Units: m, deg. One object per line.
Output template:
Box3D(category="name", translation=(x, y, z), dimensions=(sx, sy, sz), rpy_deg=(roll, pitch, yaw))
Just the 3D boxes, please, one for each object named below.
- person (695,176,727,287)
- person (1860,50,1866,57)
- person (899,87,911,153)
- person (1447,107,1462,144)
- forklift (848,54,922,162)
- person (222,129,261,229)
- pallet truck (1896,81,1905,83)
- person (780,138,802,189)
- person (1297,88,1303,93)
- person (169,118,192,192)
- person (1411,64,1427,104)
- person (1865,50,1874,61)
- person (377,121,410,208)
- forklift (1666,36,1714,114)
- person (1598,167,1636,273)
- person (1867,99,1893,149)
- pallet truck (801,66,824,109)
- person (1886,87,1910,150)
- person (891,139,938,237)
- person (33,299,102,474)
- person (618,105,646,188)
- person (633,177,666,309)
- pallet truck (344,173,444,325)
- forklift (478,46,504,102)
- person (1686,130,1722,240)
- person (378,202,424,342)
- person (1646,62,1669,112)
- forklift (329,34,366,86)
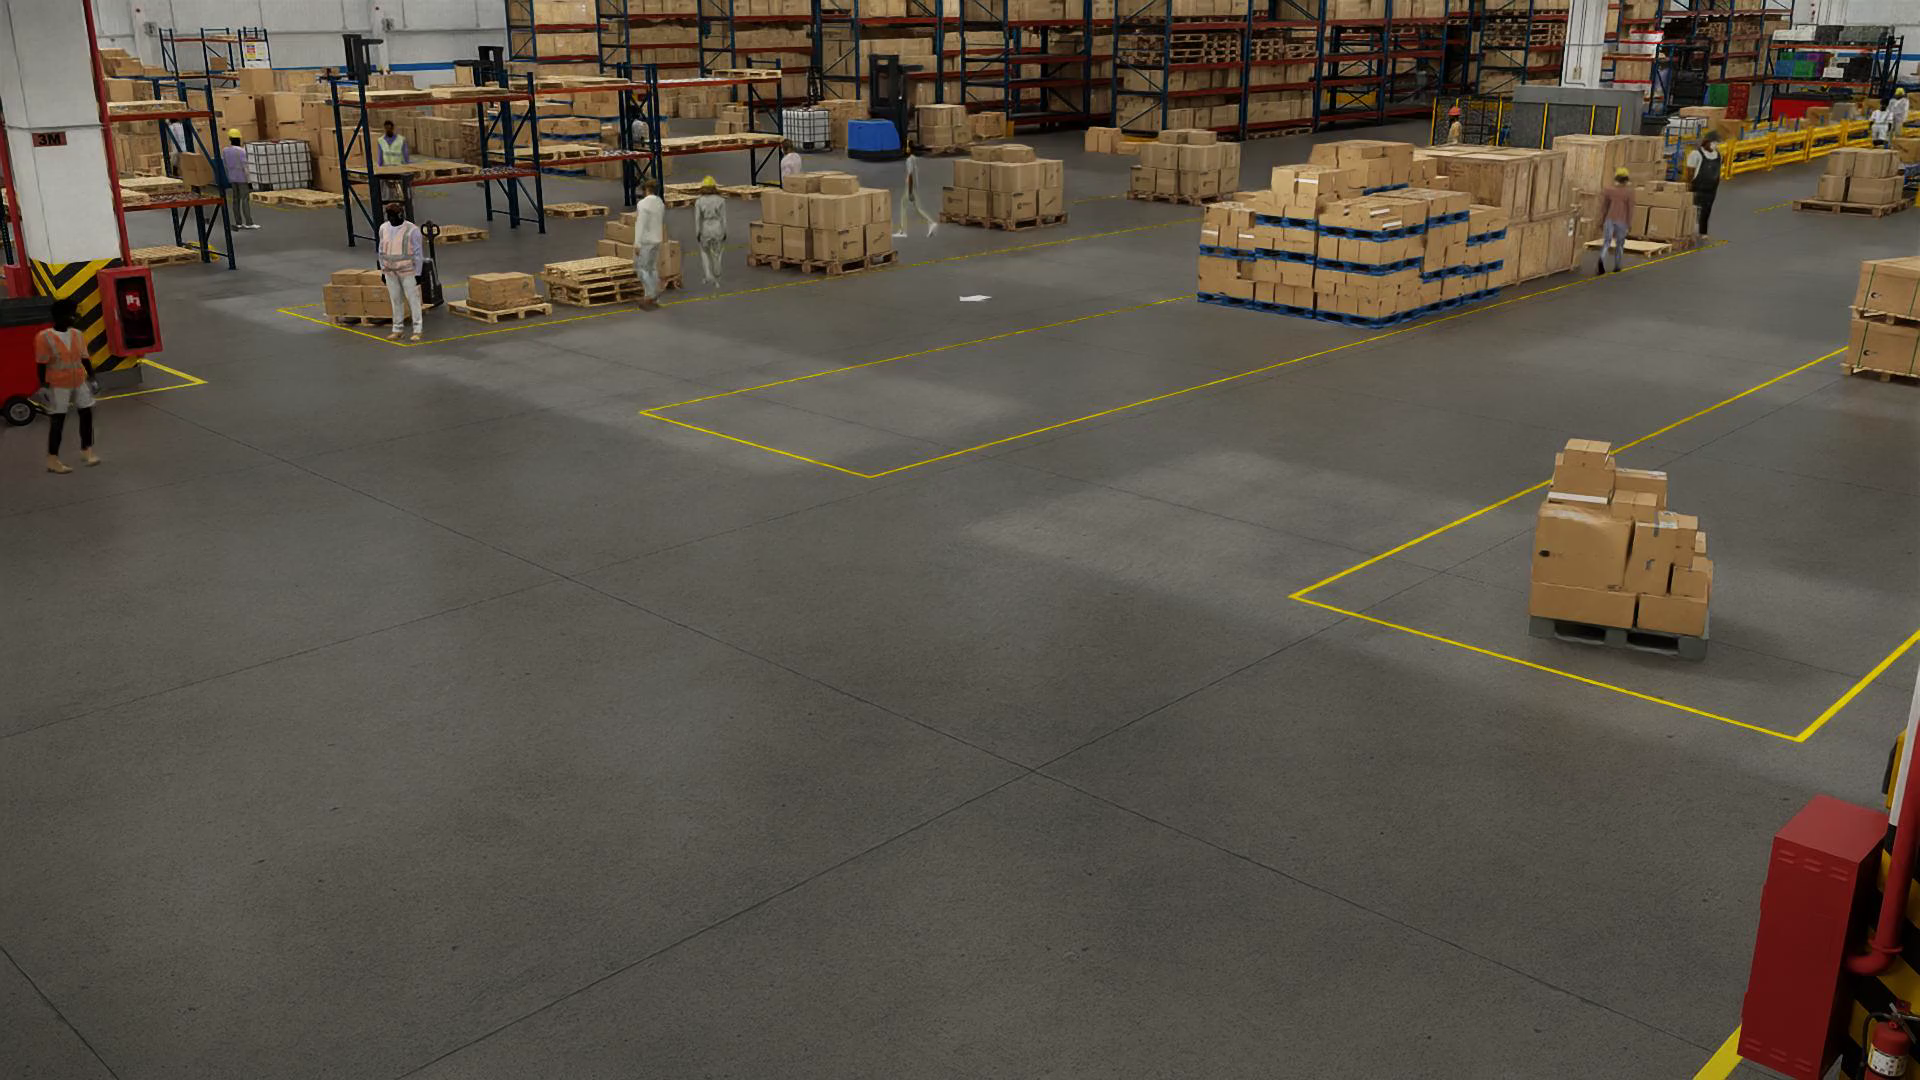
Box3D(category="person", translation=(-3.924, -4.874, 26.278), dimensions=(0.485, 1.730, 0.452), rpy_deg=(-3, 19, -8))
Box3D(category="person", translation=(40.210, -20.933, 74.273), dimensions=(0.619, 1.975, 0.806), rpy_deg=(5, 19, 13))
Box3D(category="person", translation=(-1.758, -12.051, 47.747), dimensions=(0.528, 1.826, 0.949), rpy_deg=(-11, 21, -30))
Box3D(category="person", translation=(11.306, -8.950, 38.219), dimensions=(0.374, 1.935, 0.552), rpy_deg=(6, 19, 18))
Box3D(category="forklift", translation=(-2.095, -11.857, 45.506), dimensions=(1.129, 2.768, 1.873), rpy_deg=(17, 25, 41))
Box3D(category="person", translation=(-14.093, -7.056, 32.524), dimensions=(0.585, 1.930, 0.358), rpy_deg=(7, 20, 21))
Box3D(category="pallet truck", translation=(34.802, -16.331, 61.455), dimensions=(0.653, 1.274, 1.630), rpy_deg=(17, 25, 41))
Box3D(category="person", translation=(-3.103, -6.370, 30.454), dimensions=(0.373, 1.935, 0.628), rpy_deg=(6, 19, 18))
Box3D(category="person", translation=(11.990, -15.861, 59.490), dimensions=(0.535, 1.652, 0.890), rpy_deg=(7, 20, 20))
Box3D(category="person", translation=(-17.880, -8.899, 38.164), dimensions=(0.975, 1.864, 0.545), rpy_deg=(10, 21, 27))
Box3D(category="person", translation=(18.713, -18.523, 67.575), dimensions=(0.673, 1.614, 0.503), rpy_deg=(-9, 20, -24))
Box3D(category="person", translation=(45.309, -23.714, 82.935), dimensions=(0.954, 1.793, 0.646), rpy_deg=(6, 19, 18))
Box3D(category="person", translation=(-11.869, -7.787, 34.767), dimensions=(0.618, 1.894, 0.708), rpy_deg=(0, 18, 1))
Box3D(category="forklift", translation=(27.341, -17.291, 61.877), dimensions=(1.129, 2.768, 1.873), rpy_deg=(17, 25, 41))
Box3D(category="person", translation=(10.806, -5.257, 27.410), dimensions=(0.536, 1.740, 0.702), rpy_deg=(13, 22, 33))
Box3D(category="person", translation=(24.827, -11.054, 44.969), dimensions=(0.756, 1.667, 0.547), rpy_deg=(-17, 25, -41))
Box3D(category="pallet truck", translation=(-4.812, -15.182, 56.903), dimensions=(0.823, 1.965, 1.885), rpy_deg=(-9, 21, -26))
Box3D(category="person", translation=(27.005, -12.136, 48.004), dimensions=(0.428, 1.821, 0.592), rpy_deg=(-17, 25, -41))
Box3D(category="person", translation=(-0.861, -6.618, 31.350), dimensions=(0.842, 1.841, 0.532), rpy_deg=(4, 19, 13))
Box3D(category="person", translation=(-8.733, -1.515, 16.238), dimensions=(0.340, 1.668, 0.580), rpy_deg=(8, 20, 24))
Box3D(category="person", translation=(-7.716, -9.308, 39.339), dimensions=(0.654, 1.902, 0.862), rpy_deg=(10, 21, 28))
Box3D(category="person", translation=(-4.543, -4.356, 24.454), dimensions=(0.424, 1.898, 0.735), rpy_deg=(7, 20, 21))
Box3D(category="pallet truck", translation=(-8.209, -4.181, 23.757), dimensions=(0.823, 1.965, 1.885), rpy_deg=(3, 19, 9))
Box3D(category="forklift", translation=(-14.397, -13.832, 51.456), dimensions=(1.129, 2.768, 1.873), rpy_deg=(17, 25, 41))
Box3D(category="person", translation=(13.918, -6.644, 31.113), dimensions=(0.699, 2.000, 0.605), rpy_deg=(-4, 19, -12))
Box3D(category="person", translation=(-7.444, -3.562, 22.138), dimensions=(0.625, 1.844, 0.429), rpy_deg=(4, 19, 12))
Box3D(category="person", translation=(26.509, -17.171, 63.093), dimensions=(1.043, 1.888, 0.643), rpy_deg=(-10, 21, -27))
Box3D(category="forklift", translation=(-23.563, -18.265, 64.811), dimensions=(1.129, 2.768, 1.873), rpy_deg=(17, 25, 41))
